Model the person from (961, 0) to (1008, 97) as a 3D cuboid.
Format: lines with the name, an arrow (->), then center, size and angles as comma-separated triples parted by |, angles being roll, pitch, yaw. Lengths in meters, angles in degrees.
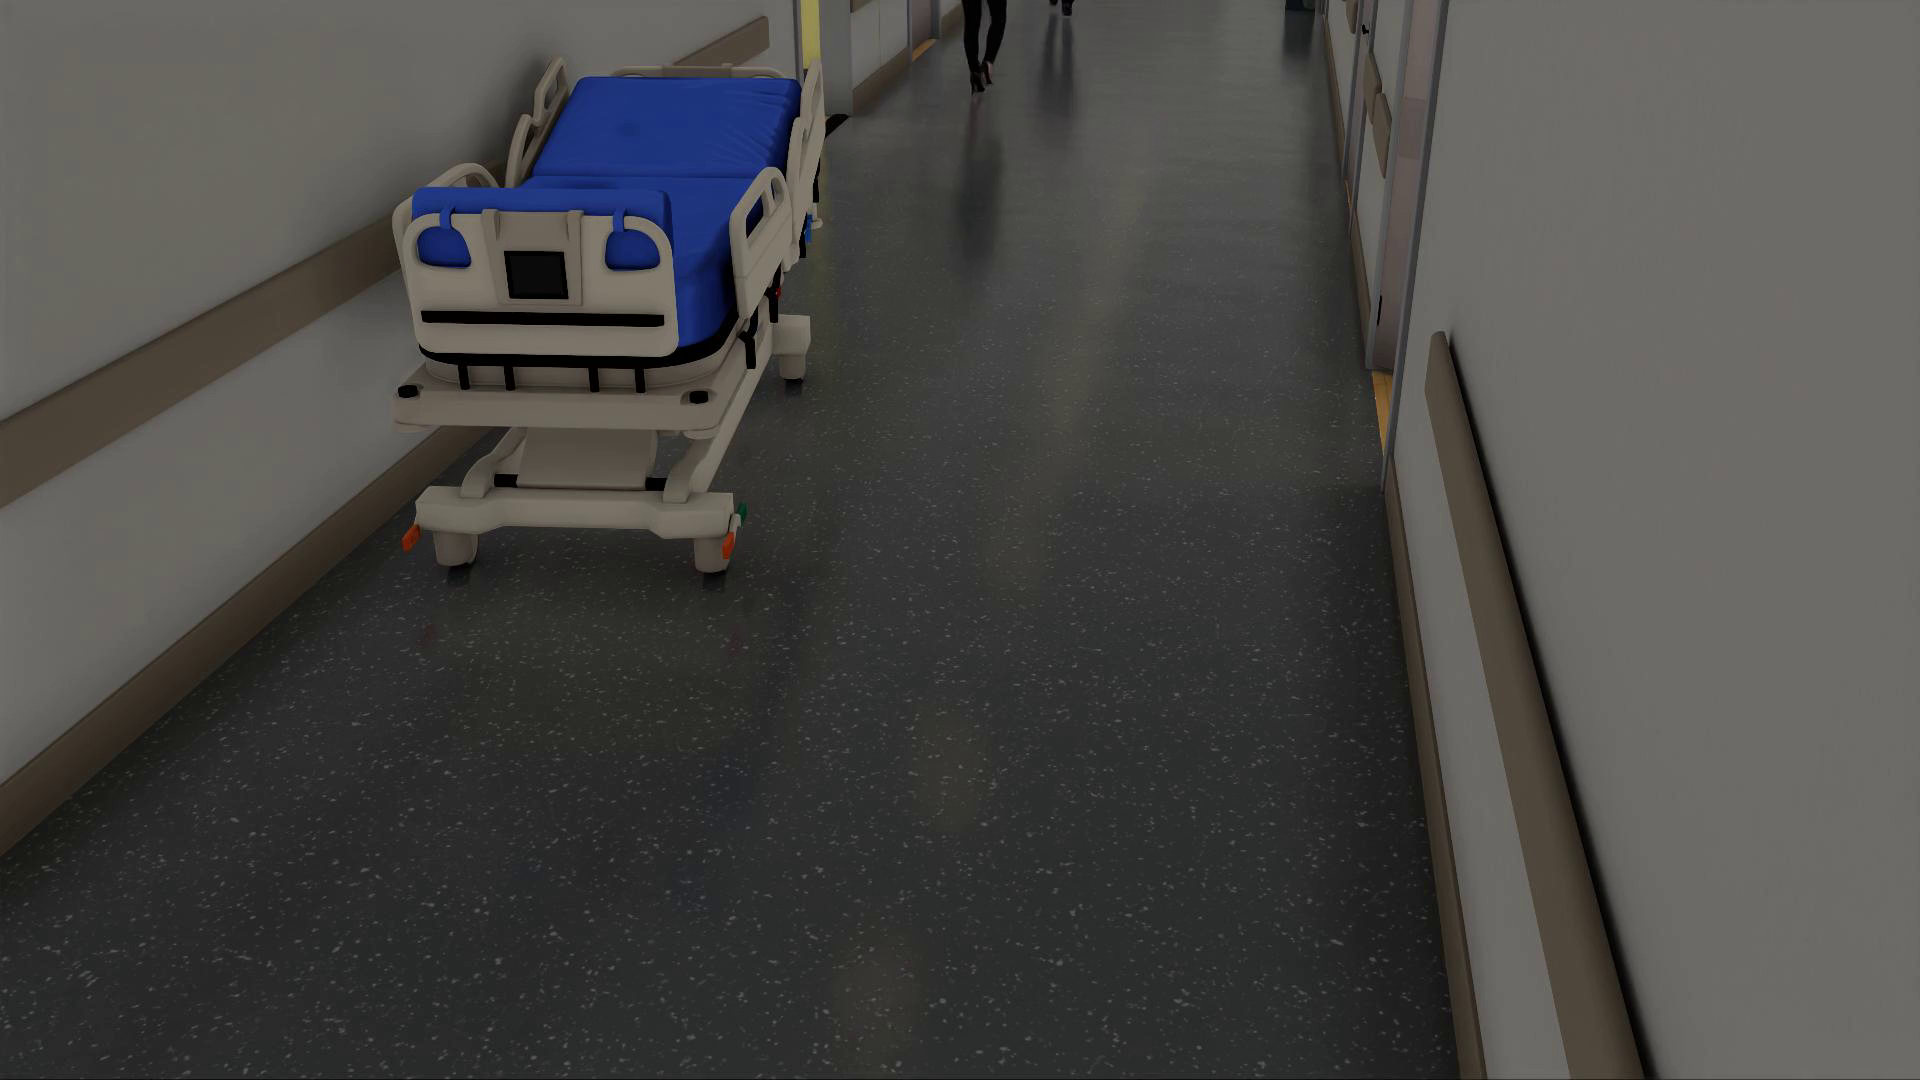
person -> 0.125, -4.204, 12.455 | 0.576, 1.706, 0.711 | 10, 28, 20
